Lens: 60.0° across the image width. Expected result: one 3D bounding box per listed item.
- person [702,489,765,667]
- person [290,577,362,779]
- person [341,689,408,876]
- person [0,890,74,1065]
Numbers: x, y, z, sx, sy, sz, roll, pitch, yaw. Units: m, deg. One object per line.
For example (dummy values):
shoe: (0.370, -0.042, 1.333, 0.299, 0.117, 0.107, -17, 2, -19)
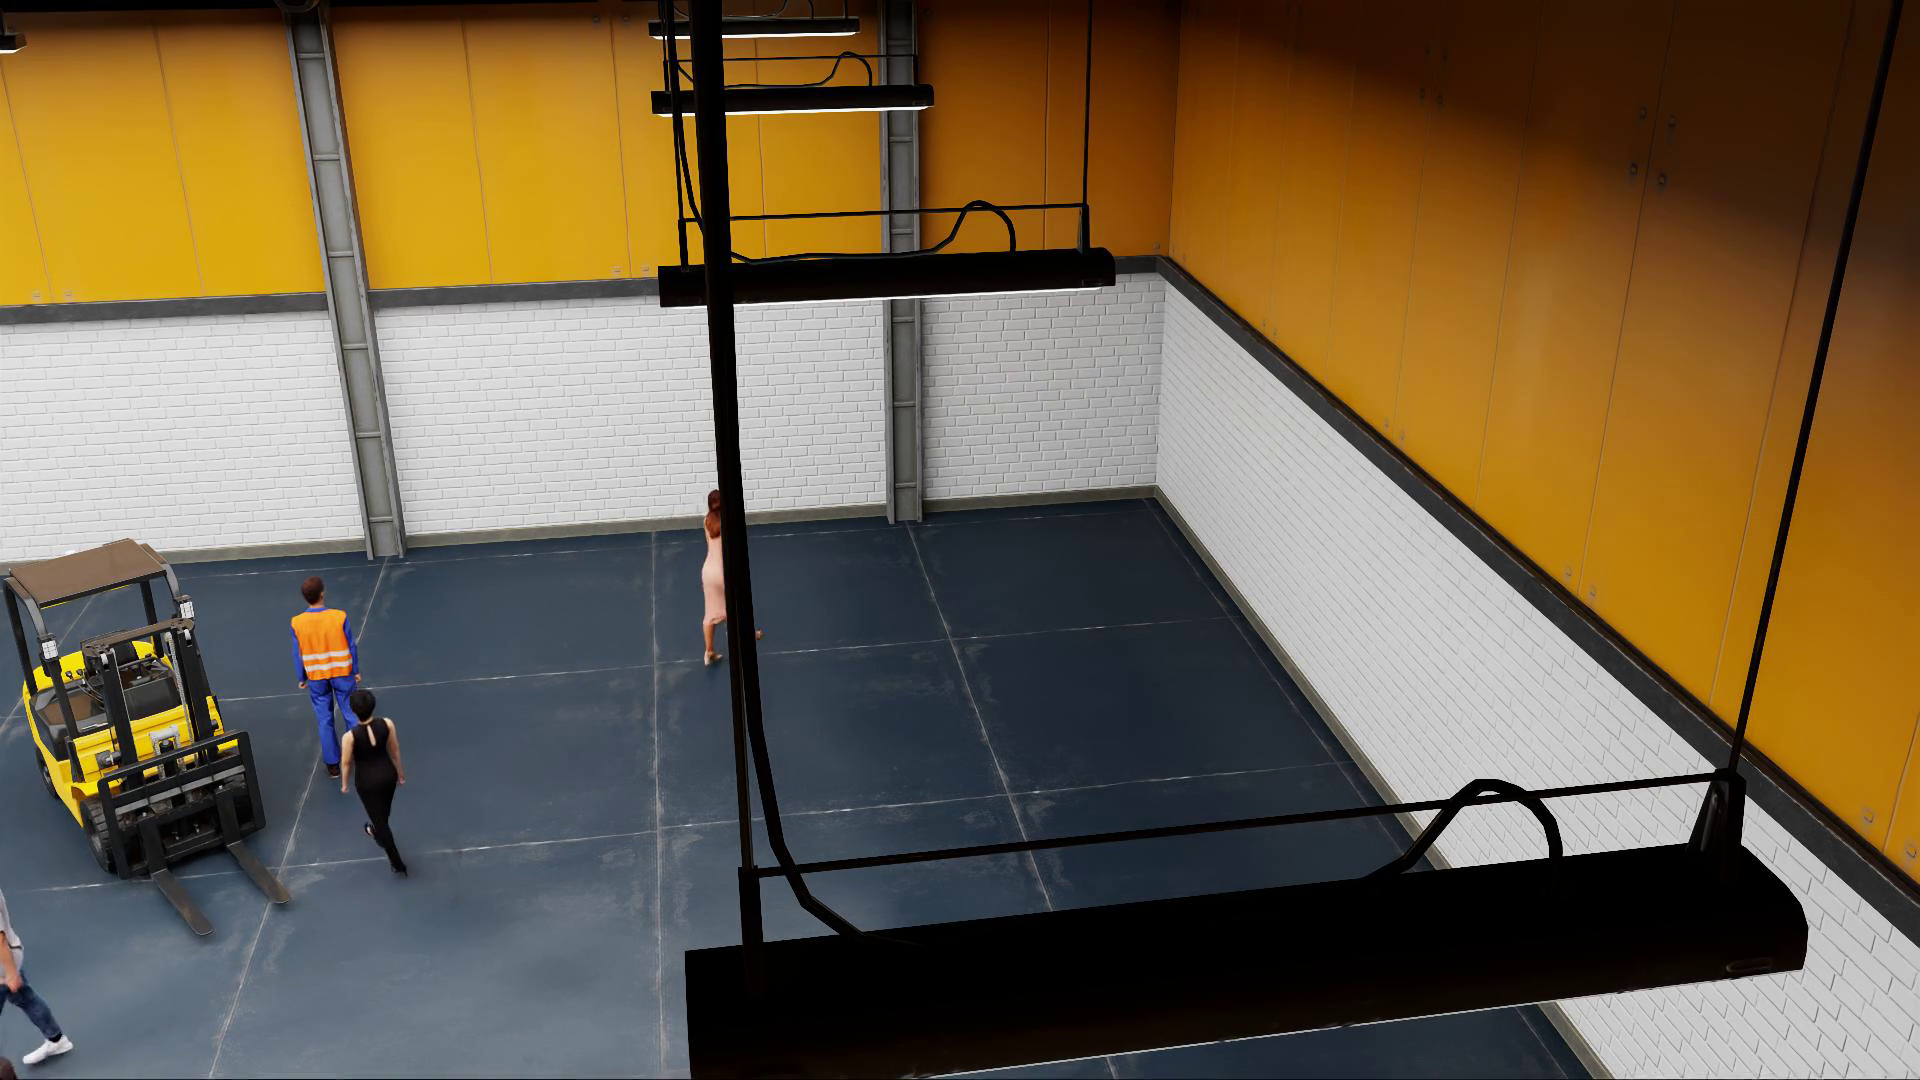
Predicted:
person: (-2.423, 0.394, 16.312, 0.984, 1.804, 1.025, 14, 27, 29)
person: (-5.464, 1.184, 14.433, 0.561, 1.862, 0.755, -6, 24, -13)
person: (-4.548, 1.948, 13.062, 1.025, 1.561, 1.037, 21, 31, 39)
person: (-6.245, 2.721, 10.926, 1.209, 1.855, 1.052, -20, 31, -39)
